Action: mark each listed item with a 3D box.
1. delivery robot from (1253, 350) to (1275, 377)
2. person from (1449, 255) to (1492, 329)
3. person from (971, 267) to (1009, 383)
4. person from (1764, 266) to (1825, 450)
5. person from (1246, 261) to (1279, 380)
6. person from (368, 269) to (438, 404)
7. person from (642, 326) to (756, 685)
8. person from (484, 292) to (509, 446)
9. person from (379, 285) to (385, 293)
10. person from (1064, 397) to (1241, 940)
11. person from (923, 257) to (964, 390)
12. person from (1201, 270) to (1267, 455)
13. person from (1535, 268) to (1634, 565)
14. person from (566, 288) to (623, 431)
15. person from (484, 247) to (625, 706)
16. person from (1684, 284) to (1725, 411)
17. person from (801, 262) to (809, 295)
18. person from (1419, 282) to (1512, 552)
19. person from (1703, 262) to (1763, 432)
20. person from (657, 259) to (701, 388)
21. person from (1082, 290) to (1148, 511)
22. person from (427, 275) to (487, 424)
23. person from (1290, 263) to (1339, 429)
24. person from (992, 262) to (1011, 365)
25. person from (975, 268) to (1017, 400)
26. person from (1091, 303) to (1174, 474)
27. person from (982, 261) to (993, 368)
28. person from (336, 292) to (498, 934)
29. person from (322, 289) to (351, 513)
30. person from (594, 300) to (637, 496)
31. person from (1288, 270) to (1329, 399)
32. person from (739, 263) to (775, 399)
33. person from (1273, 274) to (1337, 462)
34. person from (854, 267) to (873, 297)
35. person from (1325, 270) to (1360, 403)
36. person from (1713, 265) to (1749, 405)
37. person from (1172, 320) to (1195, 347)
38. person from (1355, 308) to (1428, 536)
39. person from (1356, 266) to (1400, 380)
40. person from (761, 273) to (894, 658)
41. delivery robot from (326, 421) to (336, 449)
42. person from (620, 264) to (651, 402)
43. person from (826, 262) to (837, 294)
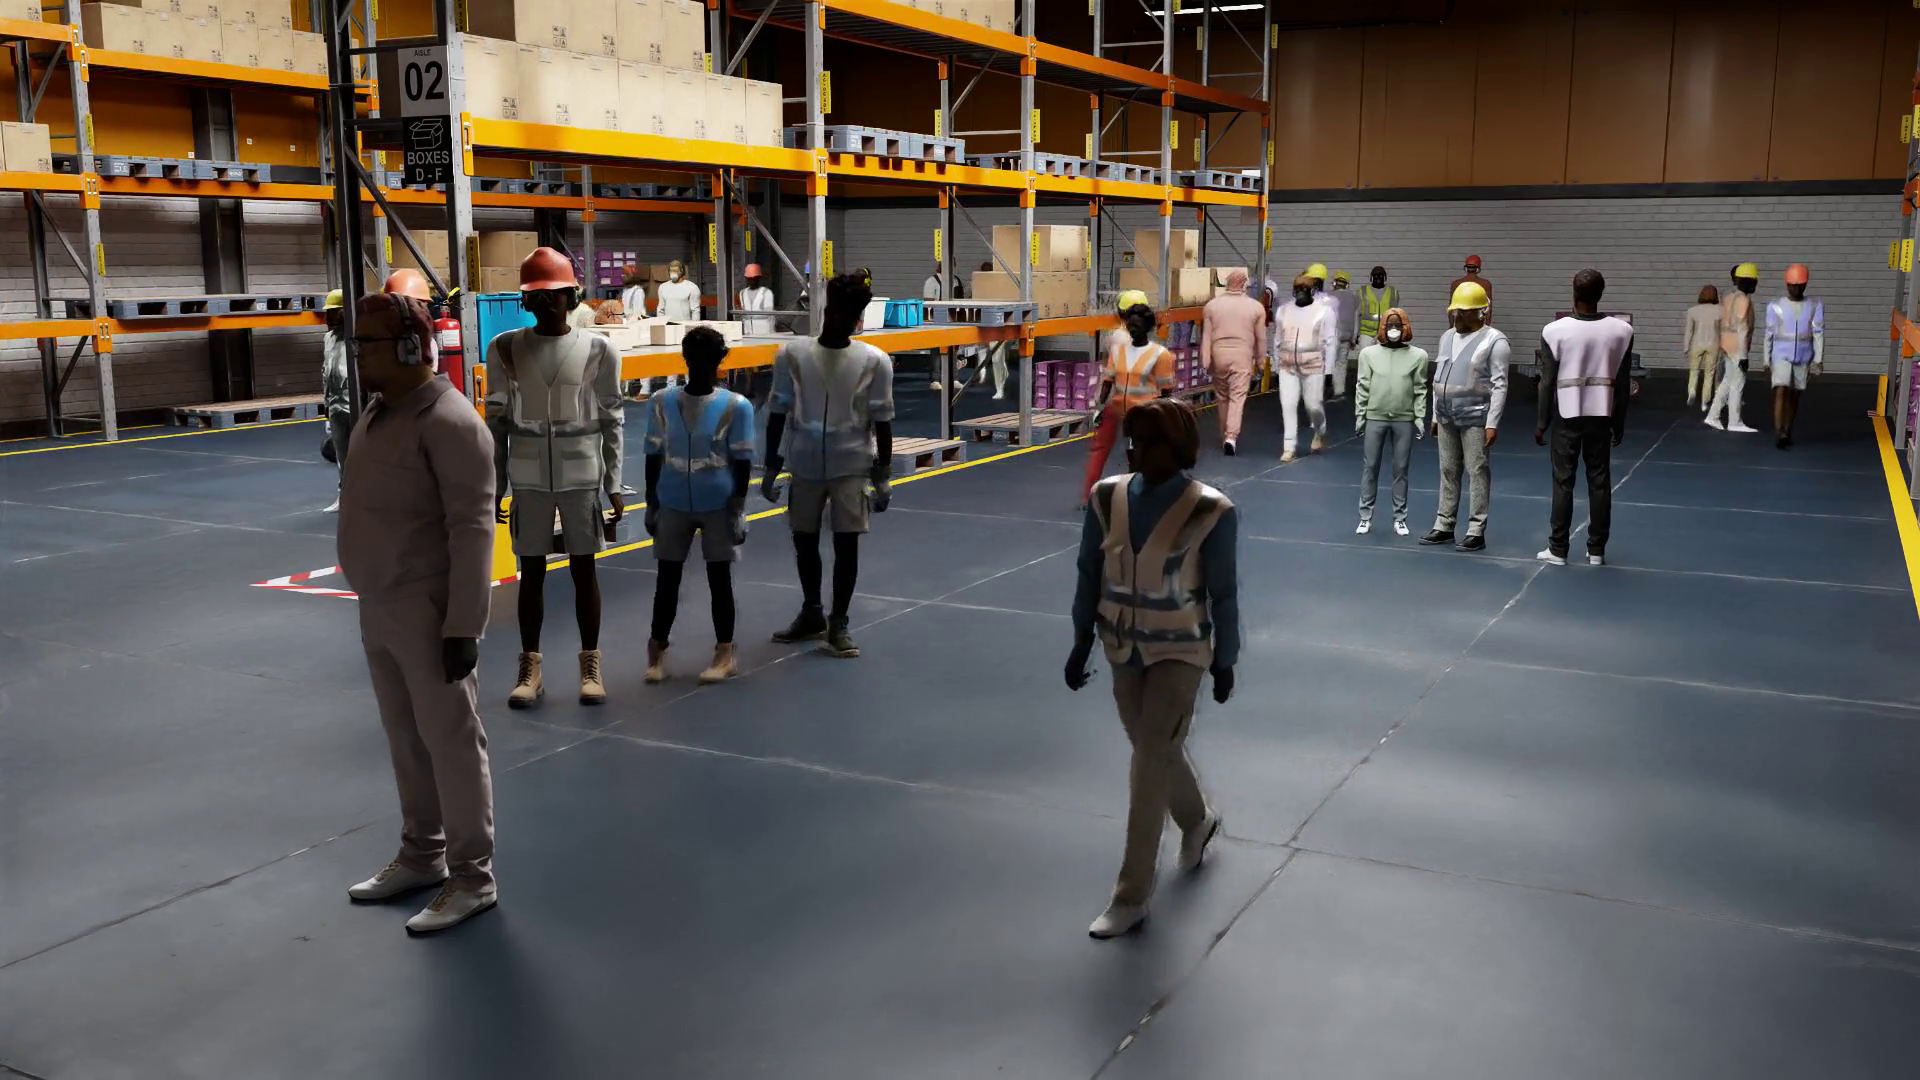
[{"bbox_3d":[4.597,-2.608,25.000,0.707,0.478,0.477,9,13,41],"label":"delivery robot"},{"bbox_3d":[7.580,-3.234,24.726,0.614,1.993,0.395,4,11,22],"label":"person"},{"bbox_3d":[0.495,-3.381,26.161,0.633,1.793,0.950,3,10,16],"label":"person"},{"bbox_3d":[8.620,-1.880,17.201,0.549,1.883,0.985,3,10,16],"label":"person"},{"bbox_3d":[4.551,-3.352,25.680,0.838,1.907,0.652,-8,13,-38],"label":"person"},{"bbox_3d":[-3.188,-0.595,9.650,0.541,1.932,0.382,5,11,25],"label":"person"},{"bbox_3d":[-1.264,-0.154,7.825,0.615,1.678,0.368,1,10,7],"label":"person"},{"bbox_3d":[-4.774,-1.775,17.364,0.515,1.623,0.387,6,12,33],"label":"person"},{"bbox_3d":[-5.047,-1.448,15.096,0.540,1.743,0.484,10,14,44],"label":"person"},{"bbox_3d":[0.632,0.343,5.167,0.508,1.601,0.838,8,13,39],"label":"person"},{"bbox_3d":[-0.176,-3.258,24.735,0.688,2.000,0.536,-7,12,-35],"label":"person"},{"bbox_3d":[2.765,-1.802,16.851,0.652,1.863,0.976,3,10,18],"label":"person"},{"bbox_3d":[4.030,-0.786,10.771,0.594,1.922,0.388,0,10,1],"label":"person"},{"bbox_3d":[-4.225,-2.017,18.473,0.606,1.726,1.070,8,13,40],"label":"person"},{"bbox_3d":[-1.802,-0.269,7.420,0.605,2.045,0.378,-1,10,-7],"label":"person"},{"bbox_3d":[9.555,-2.455,21.313,0.512,1.623,0.393,5,11,28],"label":"person"},{"bbox_3d":[-1.759,-2.412,20.106,0.389,1.949,0.603,-1,10,-3],"label":"person"},{"bbox_3d":[3.436,-0.838,11.340,0.403,1.829,0.588,-6,11,-31],"label":"person"},{"bbox_3d":[8.834,-2.182,18.899,0.423,1.940,0.604,2,10,11],"label":"person"},{"bbox_3d":[-3.767,-2.777,22.248,0.629,1.940,0.373,3,10,17],"label":"person"},{"bbox_3d":[1.340,-1.060,12.906,0.834,1.727,0.530,2,10,14],"label":"person"},{"bbox_3d":[-5.454,-1.942,17.866,0.510,1.807,0.975,7,12,37],"label":"person"},{"bbox_3d":[4.013,-2.202,19.014,0.592,1.909,0.658,7,12,34],"label":"person"},{"bbox_3d":[0.697,-4.133,30.102,0.635,1.936,0.353,-2,10,-13],"label":"person"},{"bbox_3d":[0.470,-2.852,22.966,0.521,1.844,0.665,5,11,29],"label":"person"},{"bbox_3d":[1.292,-0.925,12.353,0.543,1.652,0.842,8,13,40],"label":"person"},{"bbox_3d":[0.487,-3.963,29.319,0.578,1.871,0.409,-7,12,-34],"label":"person"},{"bbox_3d":[-1.657,0.215,5.015,0.406,1.906,0.654,-9,14,-43],"label":"person"},{"bbox_3d":[-4.738,-1.057,12.854,0.491,1.744,0.295,5,11,25],"label":"person"},{"bbox_3d":[-2.895,-1.188,13.931,0.280,1.633,0.500,-3,10,-18],"label":"person"},{"bbox_3d":[4.757,-2.786,22.701,0.583,1.807,0.943,3,10,18],"label":"person"},{"bbox_3d":[-2.781,-2.937,23.332,0.552,1.898,0.968,4,11,22],"label":"person"},{"bbox_3d":[3.383,-1.691,16.311,0.631,1.822,0.722,5,11,28],"label":"person"},{"bbox_3d":[-1.196,-2.321,19.864,0.531,1.851,0.566,8,13,40],"label":"person"},{"bbox_3d":[5.169,-2.757,22.579,0.633,1.794,0.562,-4,11,-23],"label":"person"},{"bbox_3d":[10.310,-2.726,22.171,0.329,1.864,0.510,-3,10,-16],"label":"person"},{"bbox_3d":[3.837,-3.808,28.322,0.400,1.905,0.643,-3,10,-18],"label":"person"},{"bbox_3d":[3.087,-0.844,11.937,0.498,1.634,0.280,2,10,12],"label":"person"},{"bbox_3d":[5.754,-2.859,23.002,0.627,1.843,0.429,1,10,4],"label":"person"},{"bbox_3d":[-0.665,-0.376,8.405,0.682,1.929,0.519,1,10,5],"label":"person"},{"bbox_3d":[-5.719,-1.061,16.042,0.707,0.478,0.477,-9,13,-43],"label":"delivery robot"},{"bbox_3d":[-4.524,-2.790,22.538,0.723,1.858,0.618,-7,12,-33],"label":"person"},{"bbox_3d":[-1.681,-2.691,21.713,0.973,1.945,0.710,-1,10,-6],"label":"person"}]
